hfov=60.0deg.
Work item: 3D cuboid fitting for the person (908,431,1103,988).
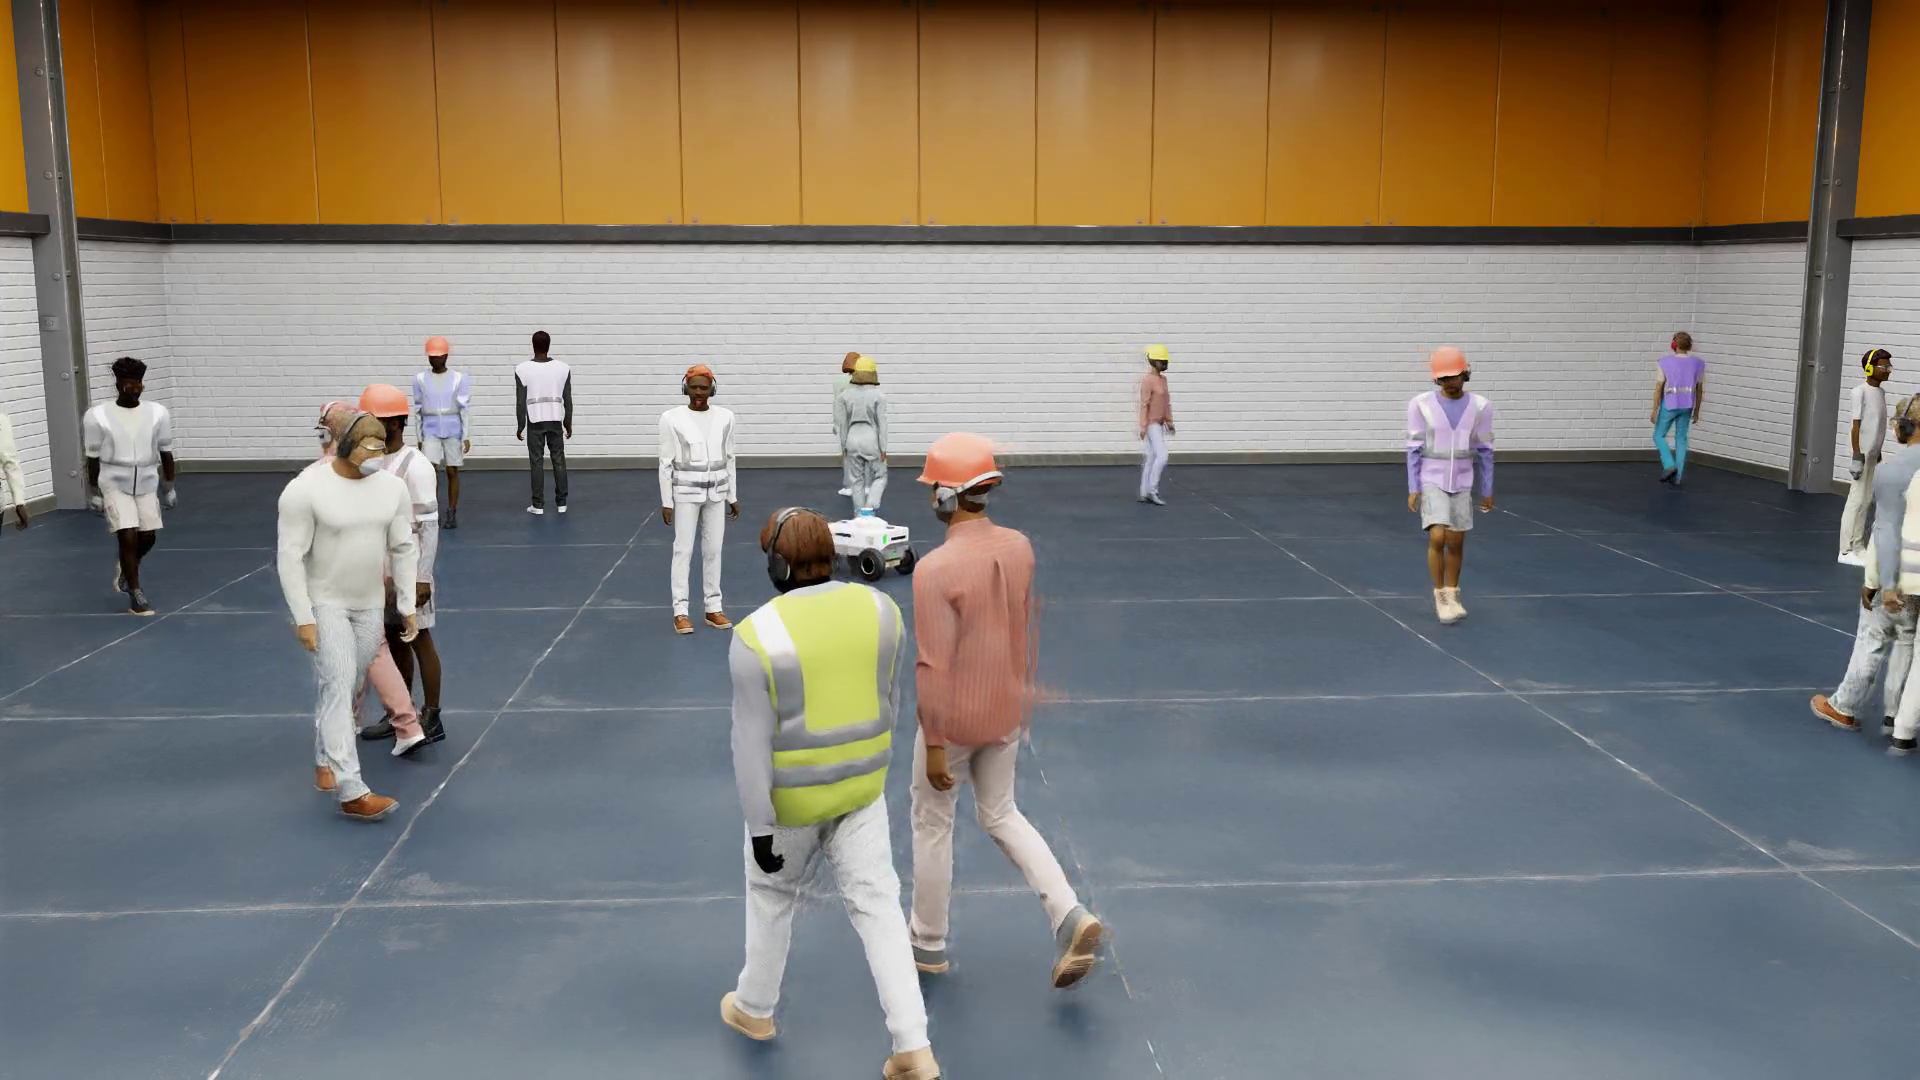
[{"bbox_3d":[0.087,0.606,5.778,0.832,1.974,0.624,8,12,43],"label":"person"}]

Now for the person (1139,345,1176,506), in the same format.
[{"bbox_3d":[2.175,-1.241,18.080,0.523,1.751,0.526,5,10,27],"label":"person"}]

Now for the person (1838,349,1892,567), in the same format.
[{"bbox_3d":[7.848,-0.712,14.366,0.521,1.871,0.325,-8,12,-41],"label":"person"}]

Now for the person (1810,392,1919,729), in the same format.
[{"bbox_3d":[5.057,0.169,8.810,0.641,1.890,1.011,-2,9,-11],"label":"person"}]

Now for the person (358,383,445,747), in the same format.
[{"bbox_3d":[-2.984,0.141,8.797,0.548,1.937,0.379,8,12,40],"label":"person"}]

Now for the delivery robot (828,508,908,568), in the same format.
[{"bbox_3d":[-0.772,-0.022,13.855,0.707,0.478,0.477,8,12,39],"label":"delivery robot"}]

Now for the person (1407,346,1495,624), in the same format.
[{"bbox_3d":[3.521,-0.386,11.933,0.662,1.995,0.749,0,9,1],"label":"person"}]

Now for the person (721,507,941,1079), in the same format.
[{"bbox_3d":[-0.411,0.797,5.180,0.640,1.802,0.946,-6,11,-33],"label":"person"}]

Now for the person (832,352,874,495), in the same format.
[{"bbox_3d":[-1.208,-1.321,18.925,0.508,1.632,0.270,-4,10,-23],"label":"person"}]

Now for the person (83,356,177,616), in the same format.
[{"bbox_3d":[-6.190,-0.416,12.377,0.615,1.925,0.758,-9,13,-44],"label":"person"}]

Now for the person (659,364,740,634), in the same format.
[{"bbox_3d":[-1.825,-0.290,11.673,0.585,1.881,0.337,-6,11,-33],"label":"person"}]

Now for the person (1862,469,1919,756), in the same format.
[{"bbox_3d":[5.133,0.224,8.718,0.706,1.798,0.605,-8,12,-41],"label":"person"}]

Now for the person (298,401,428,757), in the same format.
[{"bbox_3d":[-3.133,0.200,8.727,1.032,1.856,0.652,6,11,32],"label":"person"}]

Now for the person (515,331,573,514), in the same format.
[{"bbox_3d":[-4.361,-1.232,17.474,0.597,1.918,0.383,-5,10,-28],"label":"person"}]

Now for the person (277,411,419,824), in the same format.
[{"bbox_3d":[-2.885,0.331,7.824,0.896,1.883,0.663,7,11,36],"label":"person"}]

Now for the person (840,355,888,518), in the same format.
[{"bbox_3d":[-0.919,-0.912,16.047,0.506,1.734,0.406,3,10,19],"label":"person"}]

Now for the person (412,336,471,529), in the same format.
[{"bbox_3d":[-5.045,-1.023,16.199,0.545,1.914,0.720,-2,9,-11],"label":"person"}]

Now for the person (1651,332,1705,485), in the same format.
[{"bbox_3d":[8.526,-1.556,19.791,0.600,1.829,0.455,0,9,-1],"label":"person"}]

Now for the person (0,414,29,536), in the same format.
[{"bbox_3d":[-6.566,-0.221,11.058,0.610,1.938,1.025,-8,12,-41],"label":"person"}]
